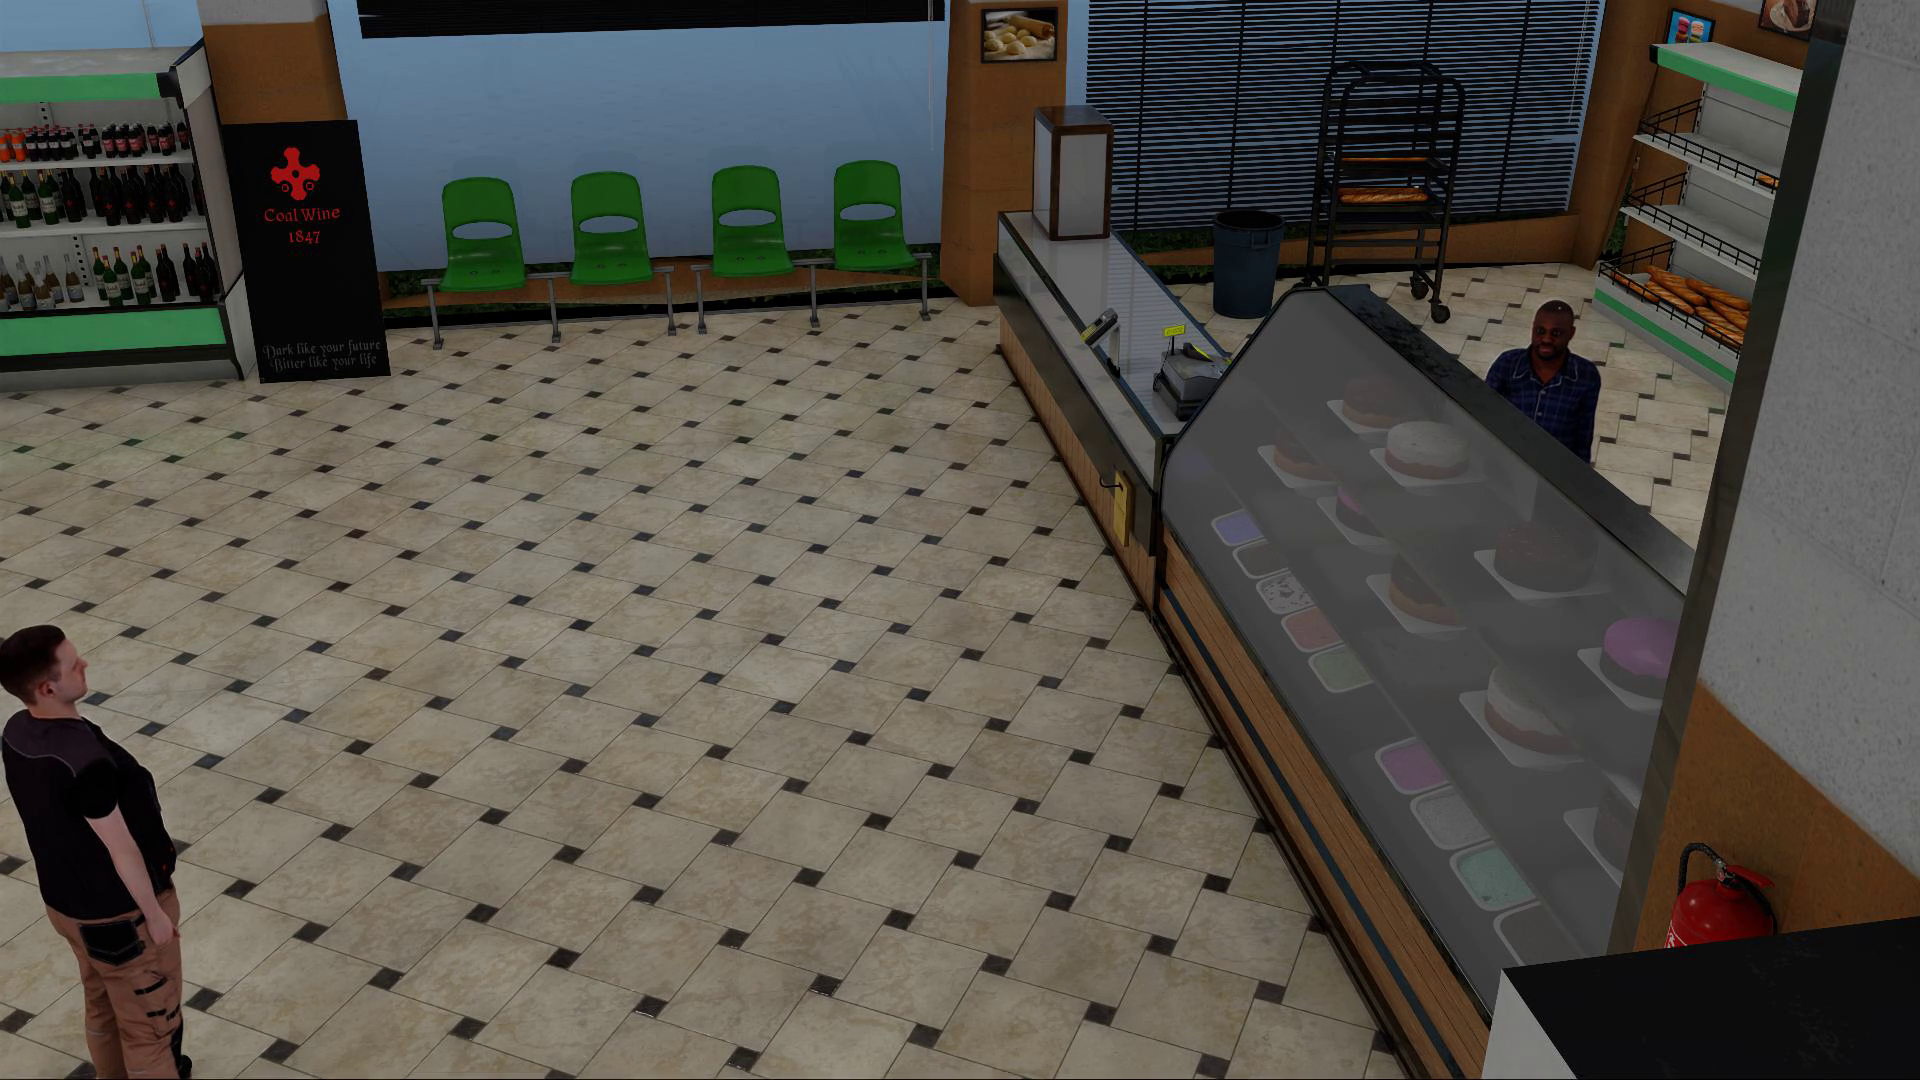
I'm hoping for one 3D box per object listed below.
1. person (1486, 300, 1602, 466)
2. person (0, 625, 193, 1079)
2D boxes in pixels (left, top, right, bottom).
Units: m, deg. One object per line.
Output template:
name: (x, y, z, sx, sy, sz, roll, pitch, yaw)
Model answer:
person: (2.580, -0.224, 7.571, 0.722, 1.823, 0.837, 9, 28, 18)
person: (-2.577, 1.068, 5.003, 0.770, 1.841, 0.819, 19, 33, 33)
